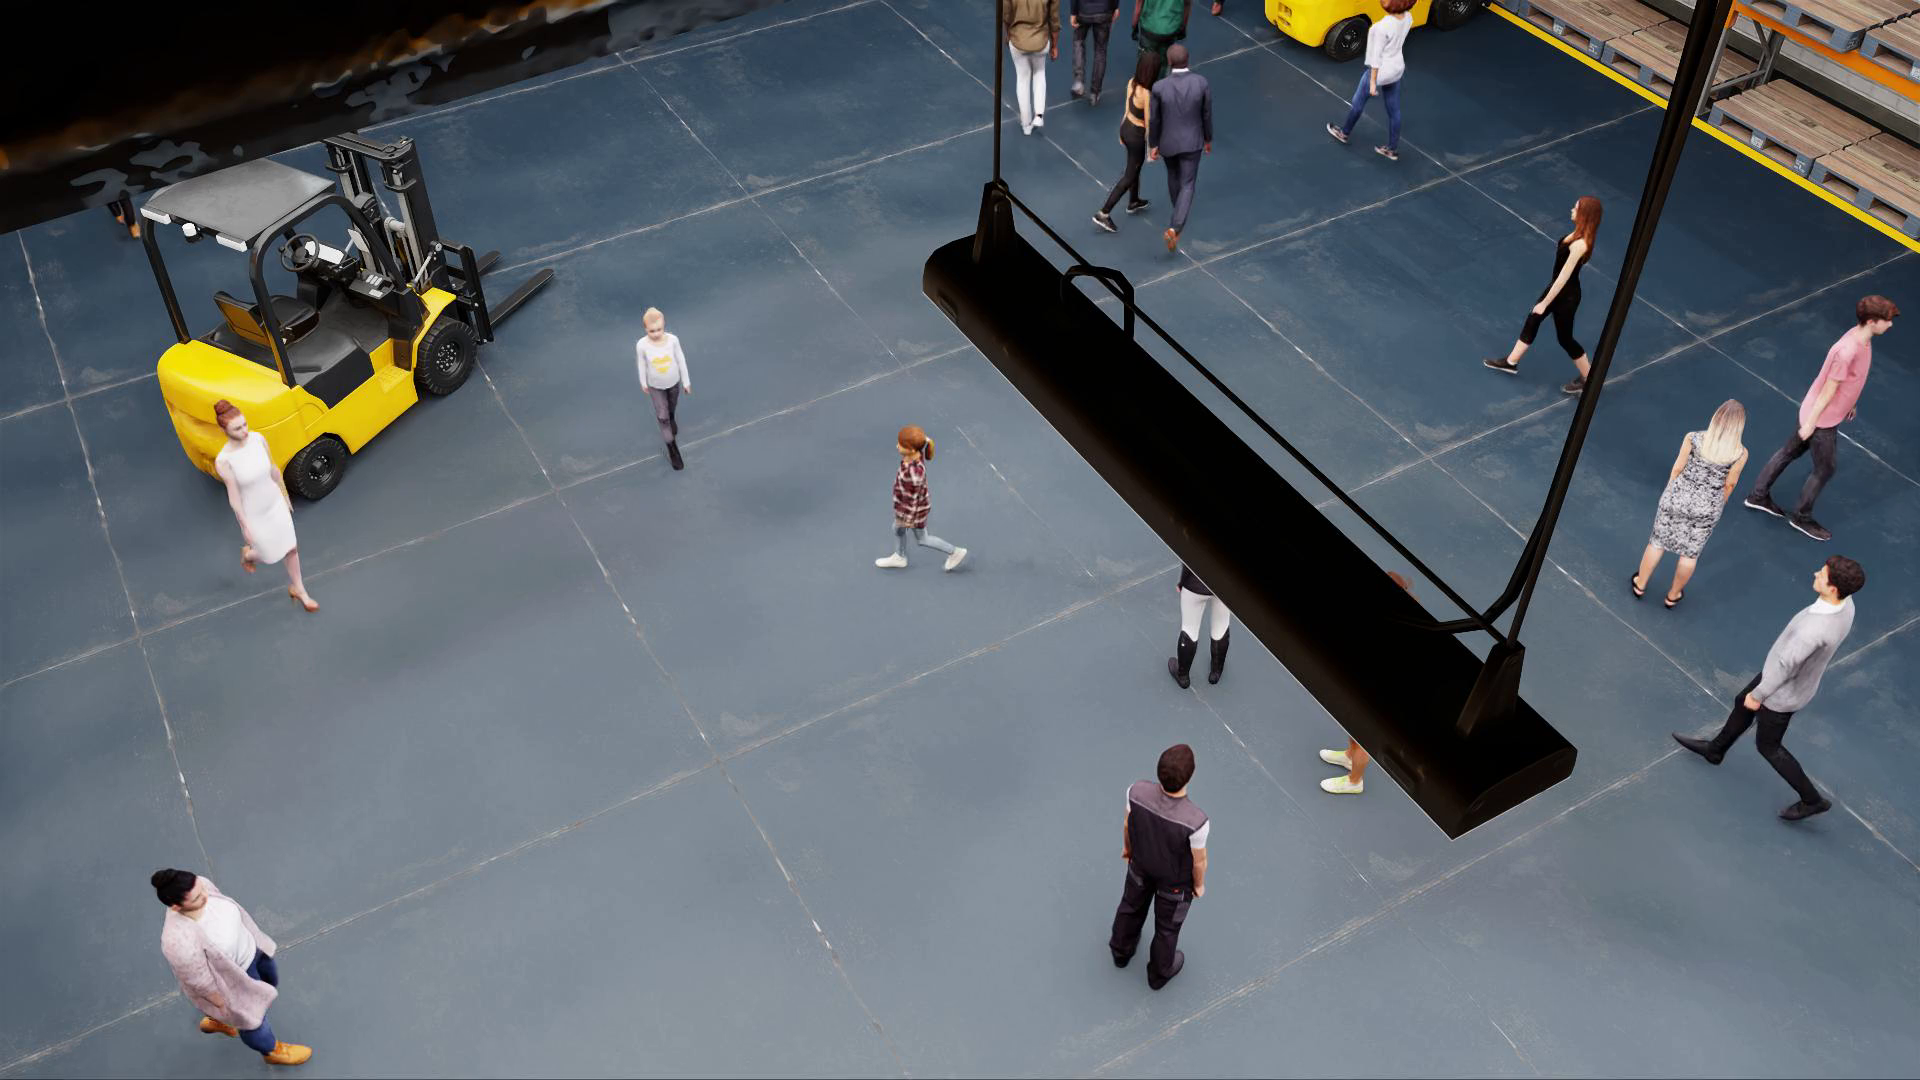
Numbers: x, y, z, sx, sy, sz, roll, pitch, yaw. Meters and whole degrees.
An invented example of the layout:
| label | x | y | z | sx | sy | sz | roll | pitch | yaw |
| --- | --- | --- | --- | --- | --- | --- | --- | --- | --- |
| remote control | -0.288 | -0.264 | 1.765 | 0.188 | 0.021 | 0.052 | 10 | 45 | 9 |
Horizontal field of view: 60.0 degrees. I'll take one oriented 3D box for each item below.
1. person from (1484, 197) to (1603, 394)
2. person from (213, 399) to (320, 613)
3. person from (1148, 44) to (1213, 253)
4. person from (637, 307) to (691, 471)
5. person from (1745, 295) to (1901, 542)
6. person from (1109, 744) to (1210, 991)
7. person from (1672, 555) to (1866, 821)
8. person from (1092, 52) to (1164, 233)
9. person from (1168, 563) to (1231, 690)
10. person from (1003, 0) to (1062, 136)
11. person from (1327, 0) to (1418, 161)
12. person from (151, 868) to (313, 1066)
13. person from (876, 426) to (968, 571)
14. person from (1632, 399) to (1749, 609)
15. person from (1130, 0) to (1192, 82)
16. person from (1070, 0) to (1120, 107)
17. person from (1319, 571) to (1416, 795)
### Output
| label | x | y | z | sx | sy | sz | roll | pitch | yaw |
| --- | --- | --- | --- | --- | --- | --- | --- | --- | --- |
| person | 4.747 | -1.849 | 12.849 | 1.133 | 1.692 | 1.060 | 11 | 45 | 11 |
| person | -4.698 | -0.209 | 11.065 | 0.951 | 1.778 | 0.823 | 21 | 48 | 21 |
| person | 1.890 | -3.378 | 14.389 | 1.155 | 1.782 | 1.224 | 12 | 45 | 12 |
| person | -2.236 | -1.225 | 12.517 | 0.589 | 1.248 | 0.920 | -14 | 45 | -15 |
| person | 5.966 | -0.921 | 11.695 | 0.978 | 1.940 | 0.852 | 24 | 49 | 23 |
| person | 1.084 | 1.757 | 8.954 | 0.674 | 1.843 | 0.799 | 27 | 50 | 26 |
| person | 4.971 | 0.895 | 9.808 | 1.326 | 1.913 | 1.032 | 28 | 50 | 27 |
| person | 1.492 | -3.489 | 14.621 | 0.672 | 1.623 | 0.861 | -19 | 47 | -19 |
| person | 1.586 | 0.297 | 10.571 | 0.647 | 1.728 | 0.677 | -4 | 44 | -4 |
| person | 0.654 | -4.645 | 15.698 | 0.850 | 1.810 | 0.872 | 2 | 44 | 2 |
| person | 4.018 | -4.326 | 15.454 | 0.657 | 1.686 | 0.982 | -22 | 48 | -22 |
| person | -3.857 | 2.202 | 8.565 | 0.910 | 1.736 | 0.868 | -5 | 44 | -6 |
| person | -0.256 | -0.253 | 11.467 | 0.799 | 1.289 | 0.880 | -5 | 44 | -5 |
| person | 4.897 | -0.230 | 11.144 | 0.596 | 1.700 | 0.689 | 19 | 47 | 19 |
| person | 1.928 | -4.842 | 15.898 | 0.943 | 1.819 | 1.020 | -3 | 44 | -3 |
| person | 1.316 | -5.069 | 16.112 | 0.771 | 1.854 | 0.798 | 2 | 44 | 2 |
| person | 2.432 | 0.860 | 9.935 | 0.734 | 1.790 | 0.664 | 8 | 44 | 8 |
